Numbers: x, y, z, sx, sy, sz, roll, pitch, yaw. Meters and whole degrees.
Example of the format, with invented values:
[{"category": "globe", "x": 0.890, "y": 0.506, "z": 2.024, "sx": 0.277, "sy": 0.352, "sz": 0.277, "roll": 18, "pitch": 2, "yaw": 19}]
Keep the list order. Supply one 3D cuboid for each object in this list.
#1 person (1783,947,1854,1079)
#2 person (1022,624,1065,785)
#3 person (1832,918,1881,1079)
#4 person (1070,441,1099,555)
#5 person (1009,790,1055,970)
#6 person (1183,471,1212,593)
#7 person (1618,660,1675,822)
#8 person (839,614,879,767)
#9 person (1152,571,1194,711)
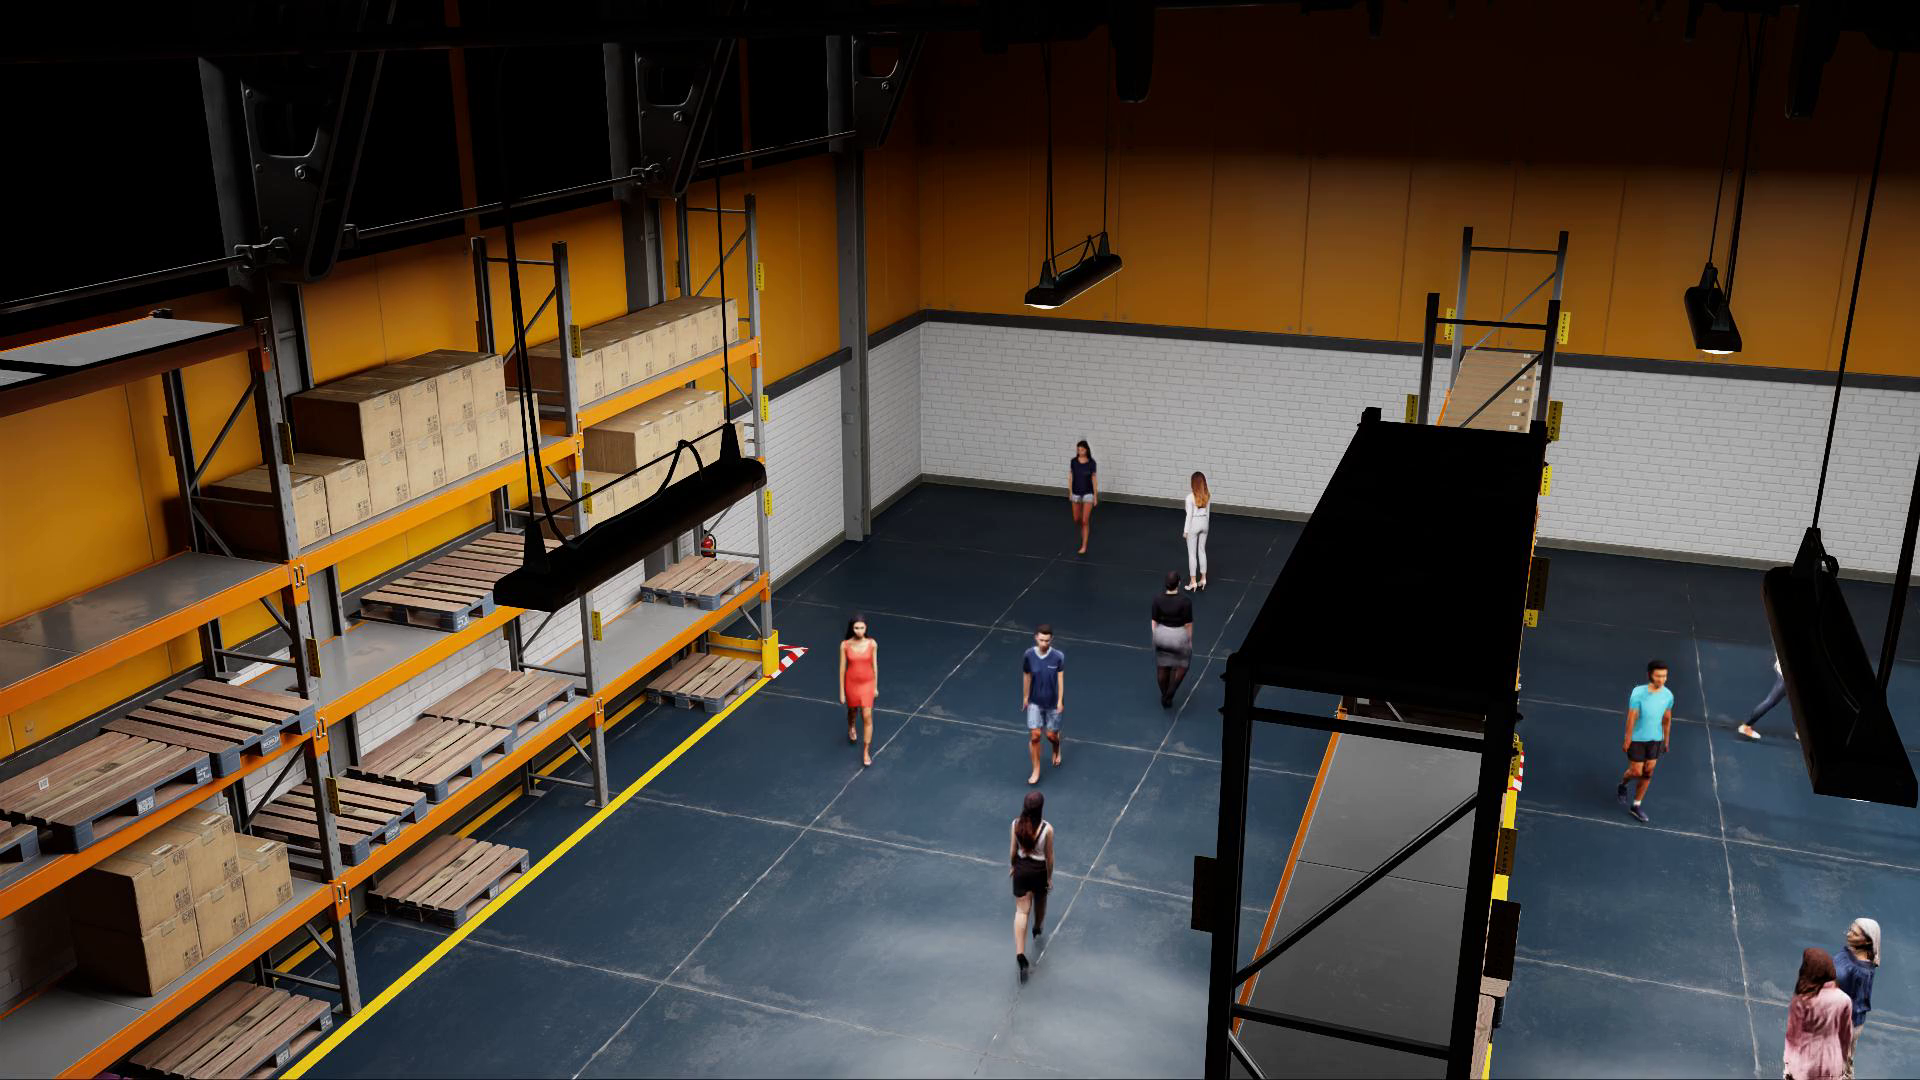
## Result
[{"category": "person", "x": 6.180, "y": 3.850, "z": 11.997, "sx": 0.757, "sy": 1.773, "sz": 0.975, "roll": 3, "pitch": 19, "yaw": 10}, {"category": "person", "x": 0.950, "y": 1.736, "z": 18.203, "sx": 0.668, "sy": 1.820, "sz": 0.926, "roll": 5, "pitch": 19, "yaw": 14}, {"category": "person", "x": 6.789, "y": 3.646, "z": 12.730, "sx": 0.686, "sy": 1.694, "sz": 0.518, "roll": 5, "pitch": 19, "yaw": 14}, {"category": "person", "x": 1.920, "y": -0.696, "z": 25.546, "sx": 0.604, "sy": 1.742, "sz": 0.858, "roll": 6, "pitch": 19, "yaw": 16}, {"category": "person", "x": 0.608, "y": 3.022, "z": 14.717, "sx": 0.653, "sy": 1.609, "sz": 1.082, "roll": 4, "pitch": 19, "yaw": 12}, {"category": "person", "x": 3.392, "y": -0.127, "z": 23.817, "sx": 0.645, "sy": 1.767, "sz": 0.727, "roll": -12, "pitch": 22, "yaw": -31}, {"category": "person", "x": 7.102, "y": 2.046, "z": 17.373, "sx": 0.772, "sy": 1.762, "sz": 0.845, "roll": -2, "pitch": 19, "yaw": -4}, {"category": "person", "x": -1.148, "y": 1.629, "z": 18.724, "sx": 0.948, "sy": 1.690, "sz": 1.165, "roll": -3, "pitch": 19, "yaw": -9}, {"category": "person", "x": 2.495, "y": 1.242, "z": 19.786, "sx": 0.694, "sy": 1.746, "sz": 0.795, "roll": 8, "pitch": 20, "yaw": 23}]
